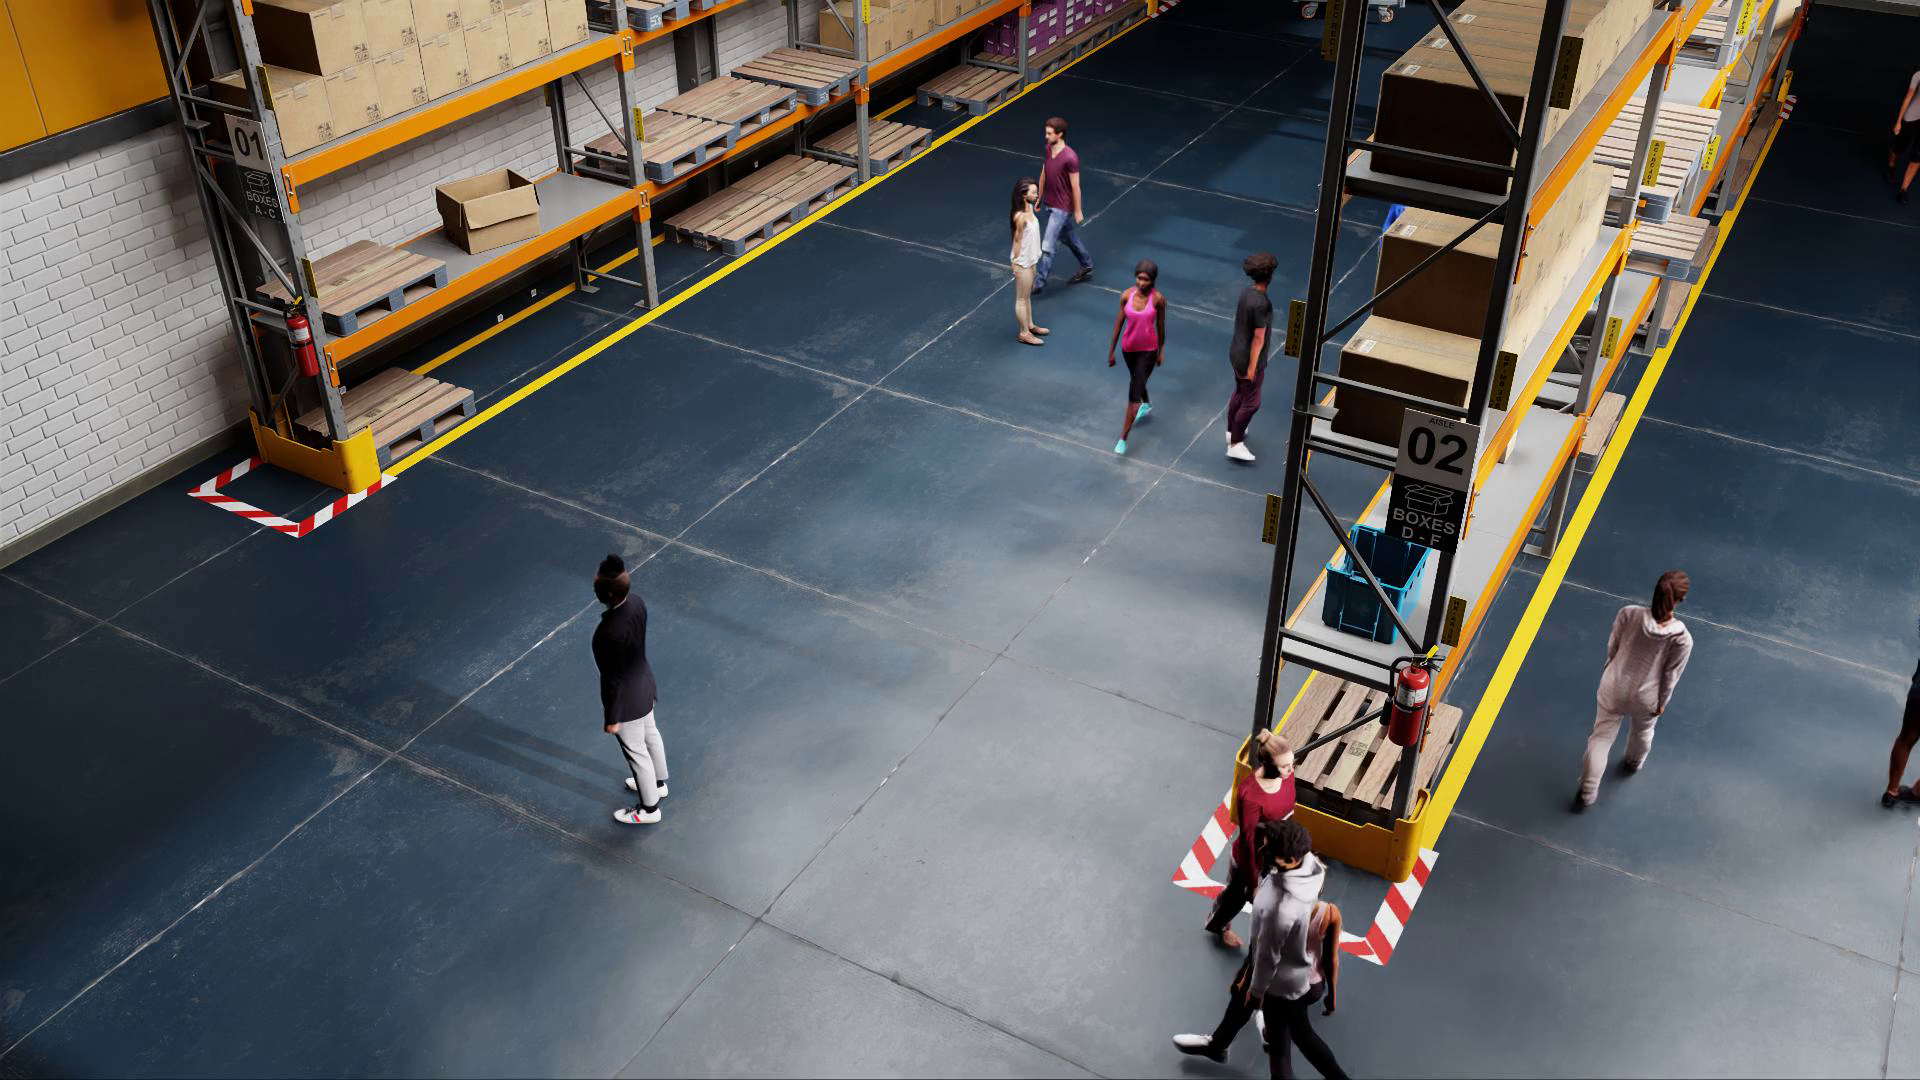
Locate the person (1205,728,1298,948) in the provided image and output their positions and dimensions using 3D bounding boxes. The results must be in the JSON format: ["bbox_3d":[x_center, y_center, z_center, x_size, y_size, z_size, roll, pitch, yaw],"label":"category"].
[{"bbox_3d":[1.614,1.704,9.290,1.035,1.670,0.935,-25,41,-32],"label":"person"}]

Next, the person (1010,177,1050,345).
[{"bbox_3d":[0.602,-2.678,15.898,0.678,1.653,0.625,-6,34,-9],"label":"person"}]

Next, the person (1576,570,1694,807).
[{"bbox_3d":[4.186,0.963,10.418,0.701,1.656,1.060,22,40,30],"label":"person"}]

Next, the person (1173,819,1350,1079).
[{"bbox_3d":[1.718,2.177,8.395,0.926,1.873,1.237,11,35,16],"label":"person"}]

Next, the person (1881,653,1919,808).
[{"bbox_3d":[6.013,0.987,10.311,0.762,1.735,0.724,-15,36,-21],"label":"person"}]

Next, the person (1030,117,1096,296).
[{"bbox_3d":[1.084,-3.398,16.846,1.276,1.803,1.097,-17,37,-24],"label":"person"}]

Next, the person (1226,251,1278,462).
[{"bbox_3d":[2.432,-1.554,14.120,0.988,1.749,0.888,1,34,2],"label":"person"}]

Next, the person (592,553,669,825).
[{"bbox_3d":[-2.028,0.909,10.225,0.846,1.959,0.687,4,34,6],"label":"person"}]

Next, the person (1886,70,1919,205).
[{"bbox_3d":[10.946,-4.799,19.038,0.802,1.710,1.213,10,35,15],"label":"person"}]

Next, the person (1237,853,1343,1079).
[{"bbox_3d":[1.704,2.316,8.410,1.053,1.625,1.175,-6,34,-9],"label":"person"}]

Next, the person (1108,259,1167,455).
[{"bbox_3d":[1.575,-1.651,14.343,0.664,1.664,1.197,16,37,22],"label":"person"}]
